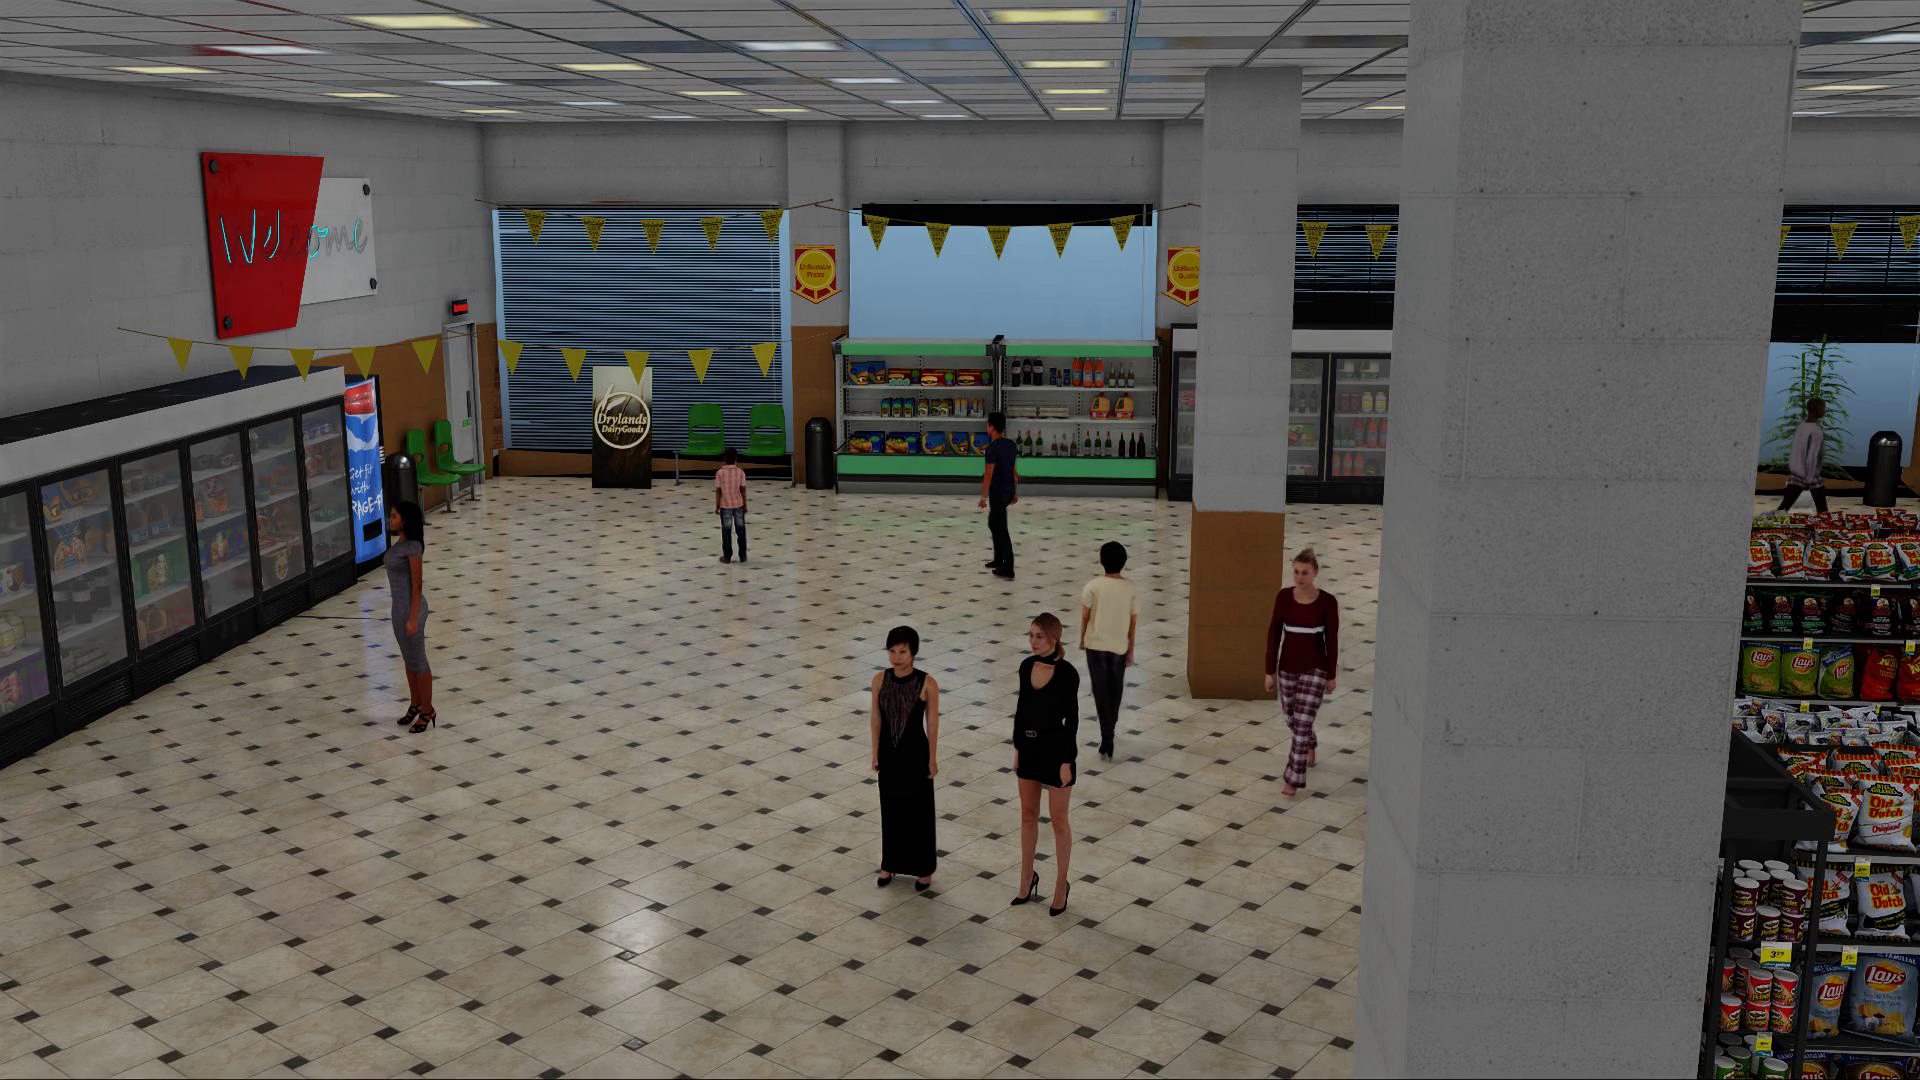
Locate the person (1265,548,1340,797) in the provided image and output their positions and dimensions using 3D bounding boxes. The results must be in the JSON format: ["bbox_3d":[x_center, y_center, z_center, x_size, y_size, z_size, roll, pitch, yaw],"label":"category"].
[{"bbox_3d":[2.394,0.890,11.501,1.046,1.670,0.926,6,13,27],"label":"person"}]

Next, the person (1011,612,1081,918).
[{"bbox_3d":[0.487,1.263,9.495,0.611,1.768,0.713,9,15,35],"label":"person"}]

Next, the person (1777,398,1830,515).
[{"bbox_3d":[9.587,-0.731,19.070,1.201,1.725,0.795,-2,12,-7],"label":"person"}]

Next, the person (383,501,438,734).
[{"bbox_3d":[-4.199,0.577,12.718,0.706,1.781,0.663,-8,14,-34],"label":"person"}]

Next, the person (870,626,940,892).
[{"bbox_3d":[-0.317,1.279,9.827,0.517,1.600,0.674,4,12,16],"label":"person"}]

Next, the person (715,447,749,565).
[{"bbox_3d":[-2.537,-0.391,18.469,0.547,1.307,0.642,-4,13,-19],"label":"person"}]

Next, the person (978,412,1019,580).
[{"bbox_3d":[0.509,-0.465,17.683,0.845,1.776,0.812,7,14,32],"label":"person"}]

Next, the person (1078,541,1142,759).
[{"bbox_3d":[1.077,0.820,12.115,0.890,1.554,0.807,-2,12,-10],"label":"person"}]
